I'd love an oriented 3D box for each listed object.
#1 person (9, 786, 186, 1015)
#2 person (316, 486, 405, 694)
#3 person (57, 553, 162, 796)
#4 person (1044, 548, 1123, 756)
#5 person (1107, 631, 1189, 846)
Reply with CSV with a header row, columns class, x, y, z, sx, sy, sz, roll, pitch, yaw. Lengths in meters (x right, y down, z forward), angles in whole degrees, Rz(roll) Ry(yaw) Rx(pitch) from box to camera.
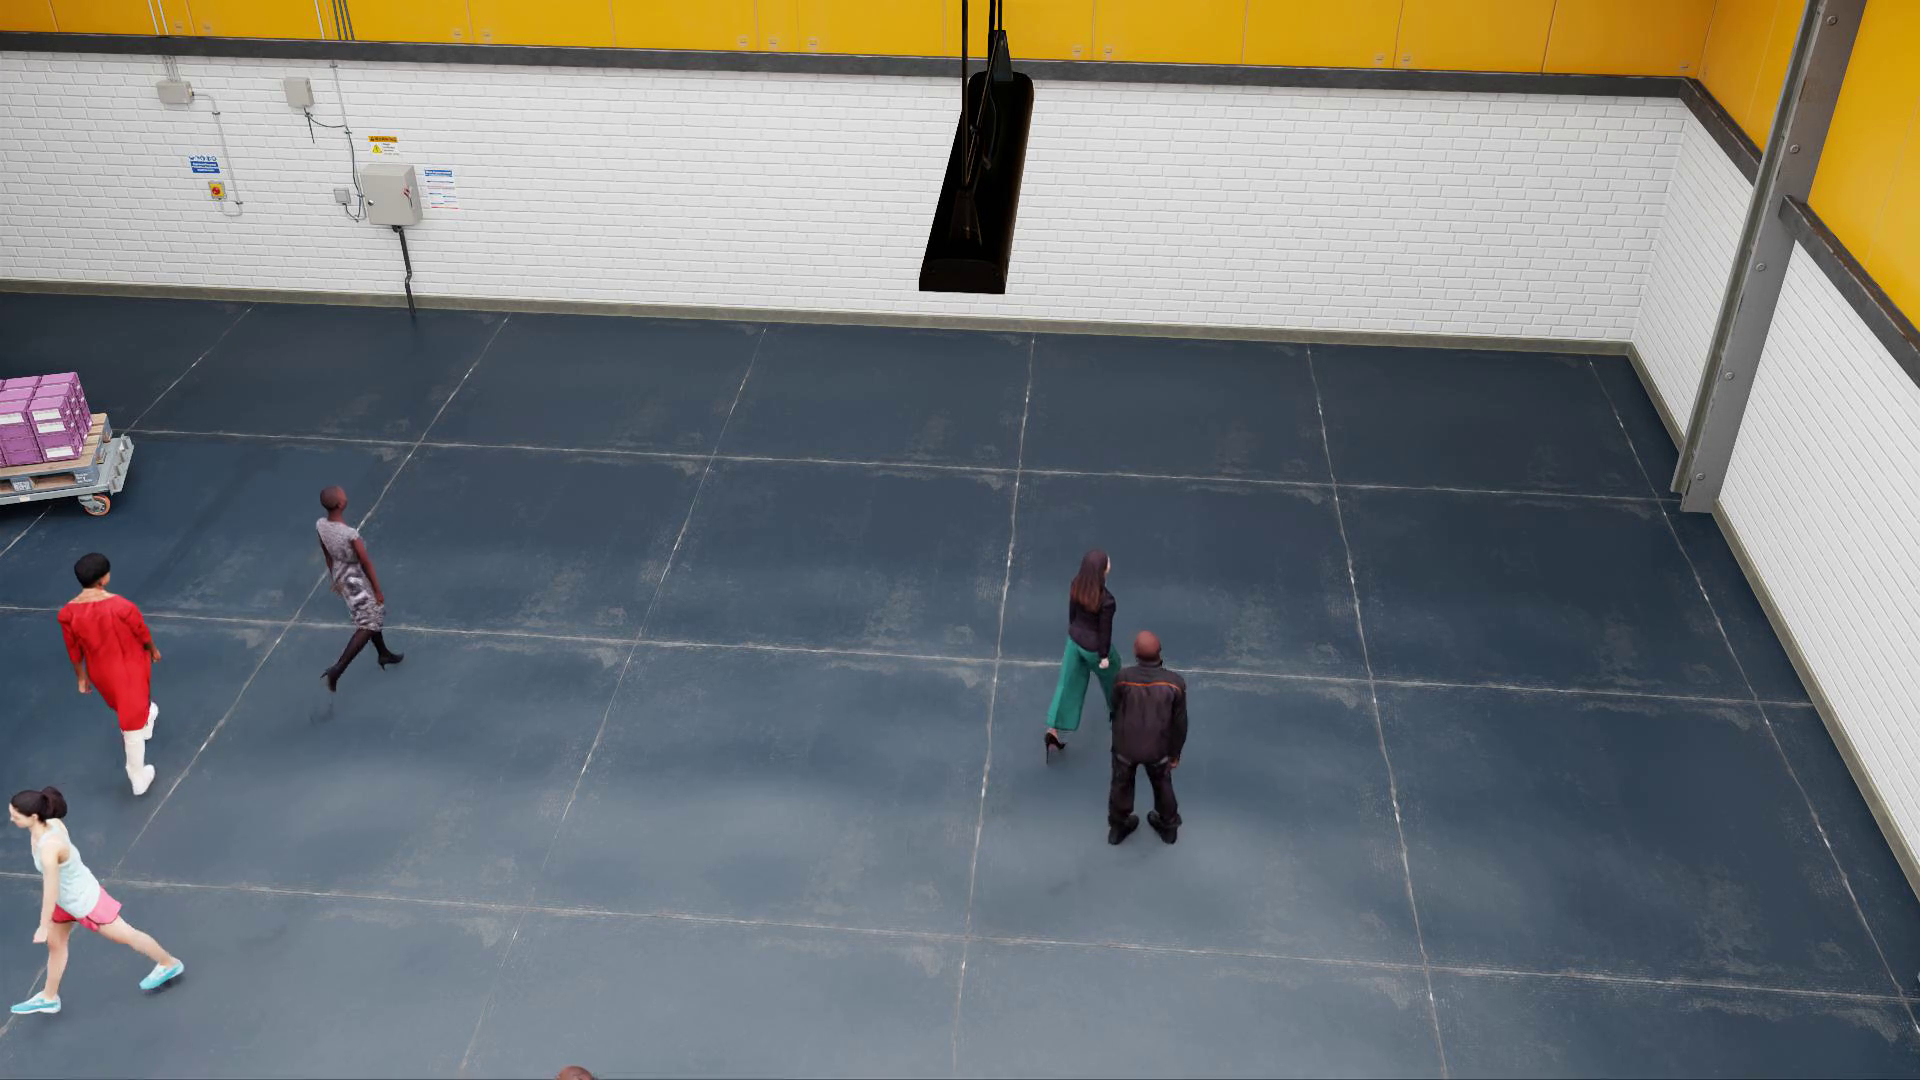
class,x,y,z,sx,sy,sz,roll,pitch,yaw
person,-5.287,2.195,10.168,1.124,1.706,1.179,-20,38,-27
person,-4.697,0.416,12.789,0.911,1.768,1.119,18,38,25
person,-6.017,1.005,11.845,0.831,1.832,1.198,-3,34,-5
person,0.890,0.852,12.201,1.185,1.693,1.067,-29,43,-36
person,1.188,1.392,11.286,0.713,1.805,0.726,9,35,13
